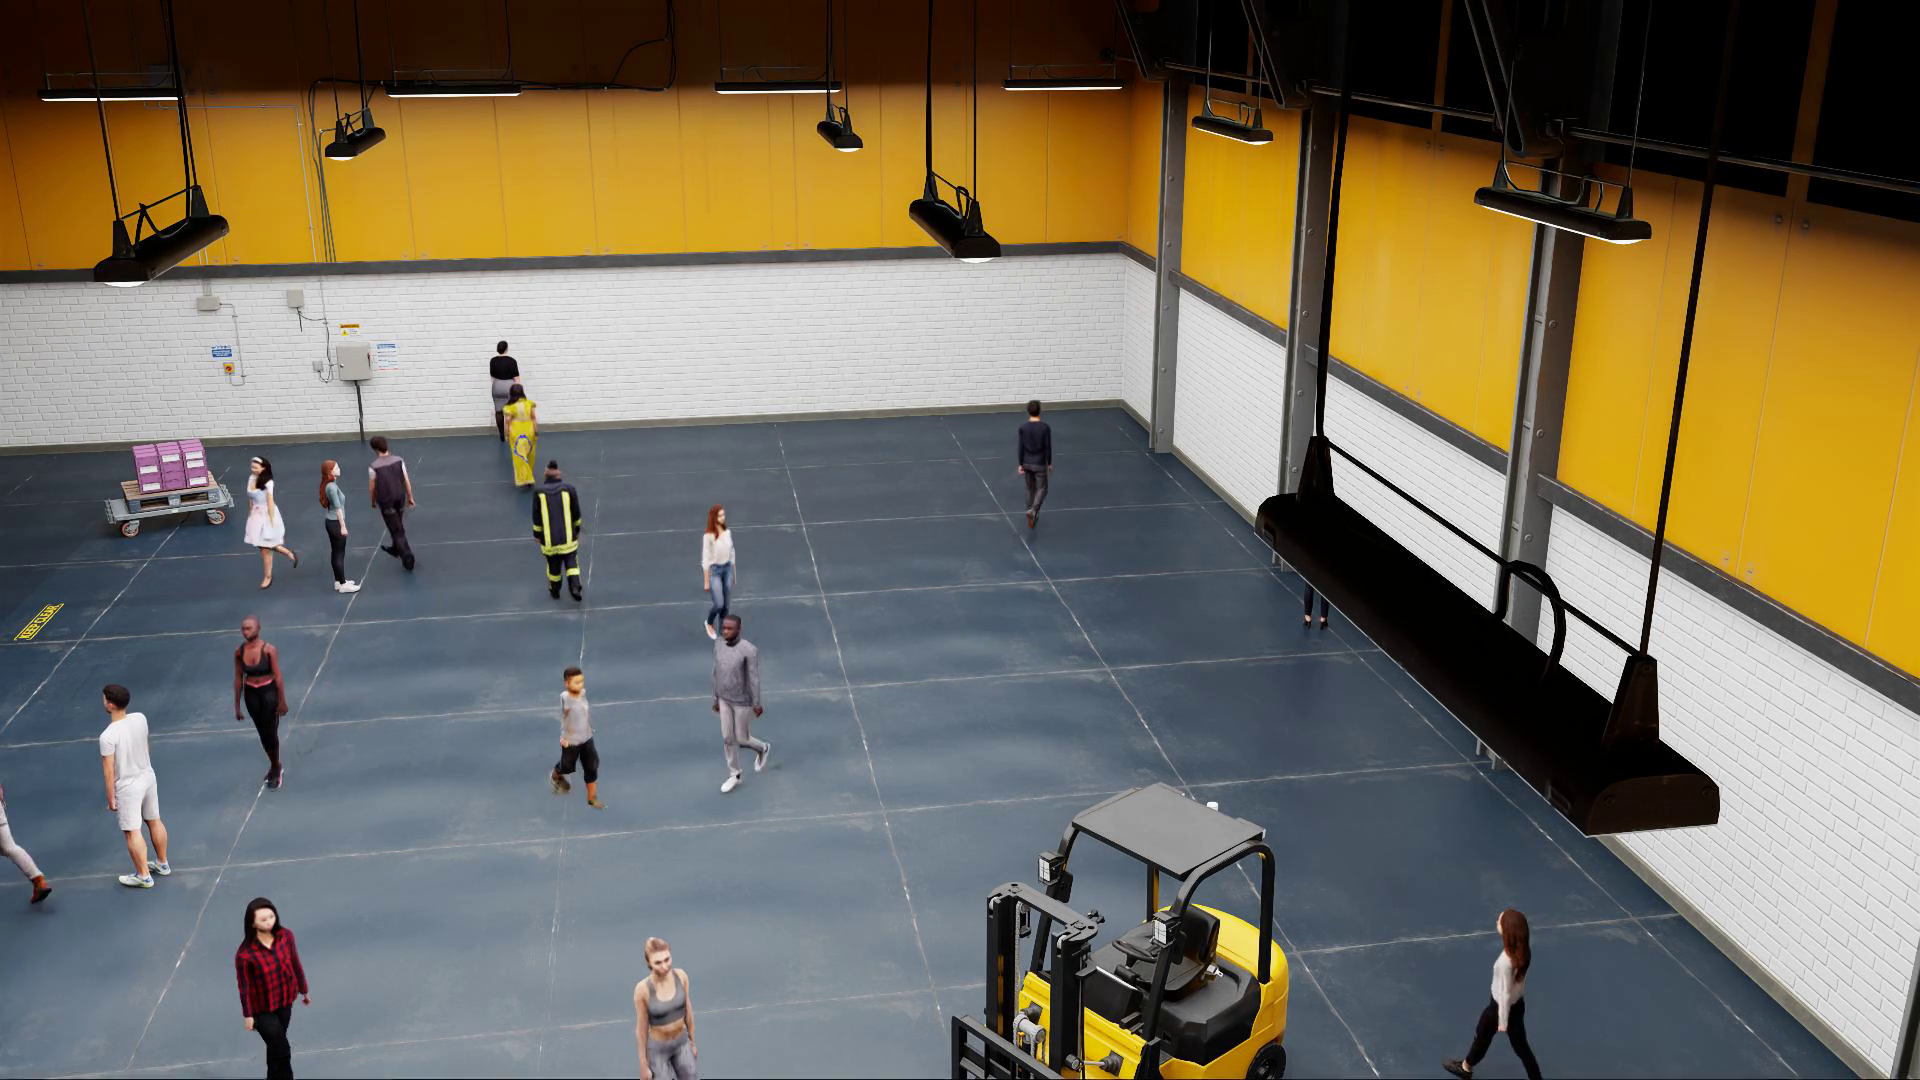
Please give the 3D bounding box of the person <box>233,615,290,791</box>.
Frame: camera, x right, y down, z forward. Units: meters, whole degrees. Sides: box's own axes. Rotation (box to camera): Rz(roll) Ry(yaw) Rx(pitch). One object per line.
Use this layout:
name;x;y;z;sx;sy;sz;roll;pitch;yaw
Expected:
person;-6.791;1.532;16.296;0.681;1.743;0.771;0;19;1

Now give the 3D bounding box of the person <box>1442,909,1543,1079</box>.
person;3.880;3.278;11.573;1.053;1.448;0.920;16;24;40

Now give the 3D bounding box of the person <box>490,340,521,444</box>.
person;-7.737;-2.527;28.326;0.748;1.758;0.730;3;19;8

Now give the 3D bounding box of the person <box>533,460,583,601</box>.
person;-5.082;-0.123;21.013;0.827;1.870;0.856;-6;20;-18

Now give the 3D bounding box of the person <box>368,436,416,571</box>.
person;-7.511;-0.457;22.110;1.185;1.801;1.090;18;25;42

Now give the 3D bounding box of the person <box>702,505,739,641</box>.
person;-2.904;0.399;19.693;0.822;1.722;0.762;17;25;41

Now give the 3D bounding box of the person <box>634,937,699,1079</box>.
person;-1.968;3.348;10.986;0.718;1.691;0.788;-13;23;-35

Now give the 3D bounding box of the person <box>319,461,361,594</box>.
person;-8.020;-0.182;21.384;0.717;1.743;0.607;-12;22;-32

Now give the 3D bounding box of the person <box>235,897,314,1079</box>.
person;-4.830;3.195;11.516;0.874;1.641;0.828;10;21;27

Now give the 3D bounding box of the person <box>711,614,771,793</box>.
person;-2.110;1.538;16.165;0.952;1.815;1.017;12;22;33

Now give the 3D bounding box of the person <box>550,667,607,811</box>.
person;-3.720;1.824;15.914;1.062;1.433;0.977;13;23;34

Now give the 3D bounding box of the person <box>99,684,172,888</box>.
person;-7.157;2.108;14.412;0.810;1.853;0.681;6;19;17

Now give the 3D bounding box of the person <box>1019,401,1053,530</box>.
person;1.058;-1.042;23.772;0.927;1.850;1.117;6;19;16

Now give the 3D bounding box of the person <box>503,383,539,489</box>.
person;-6.751;-1.573;25.729;1.123;1.607;1.425;-13;23;-34

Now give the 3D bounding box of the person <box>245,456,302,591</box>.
person;-8.897;-0.237;21.481;0.985;1.787;1.051;13;22;33
